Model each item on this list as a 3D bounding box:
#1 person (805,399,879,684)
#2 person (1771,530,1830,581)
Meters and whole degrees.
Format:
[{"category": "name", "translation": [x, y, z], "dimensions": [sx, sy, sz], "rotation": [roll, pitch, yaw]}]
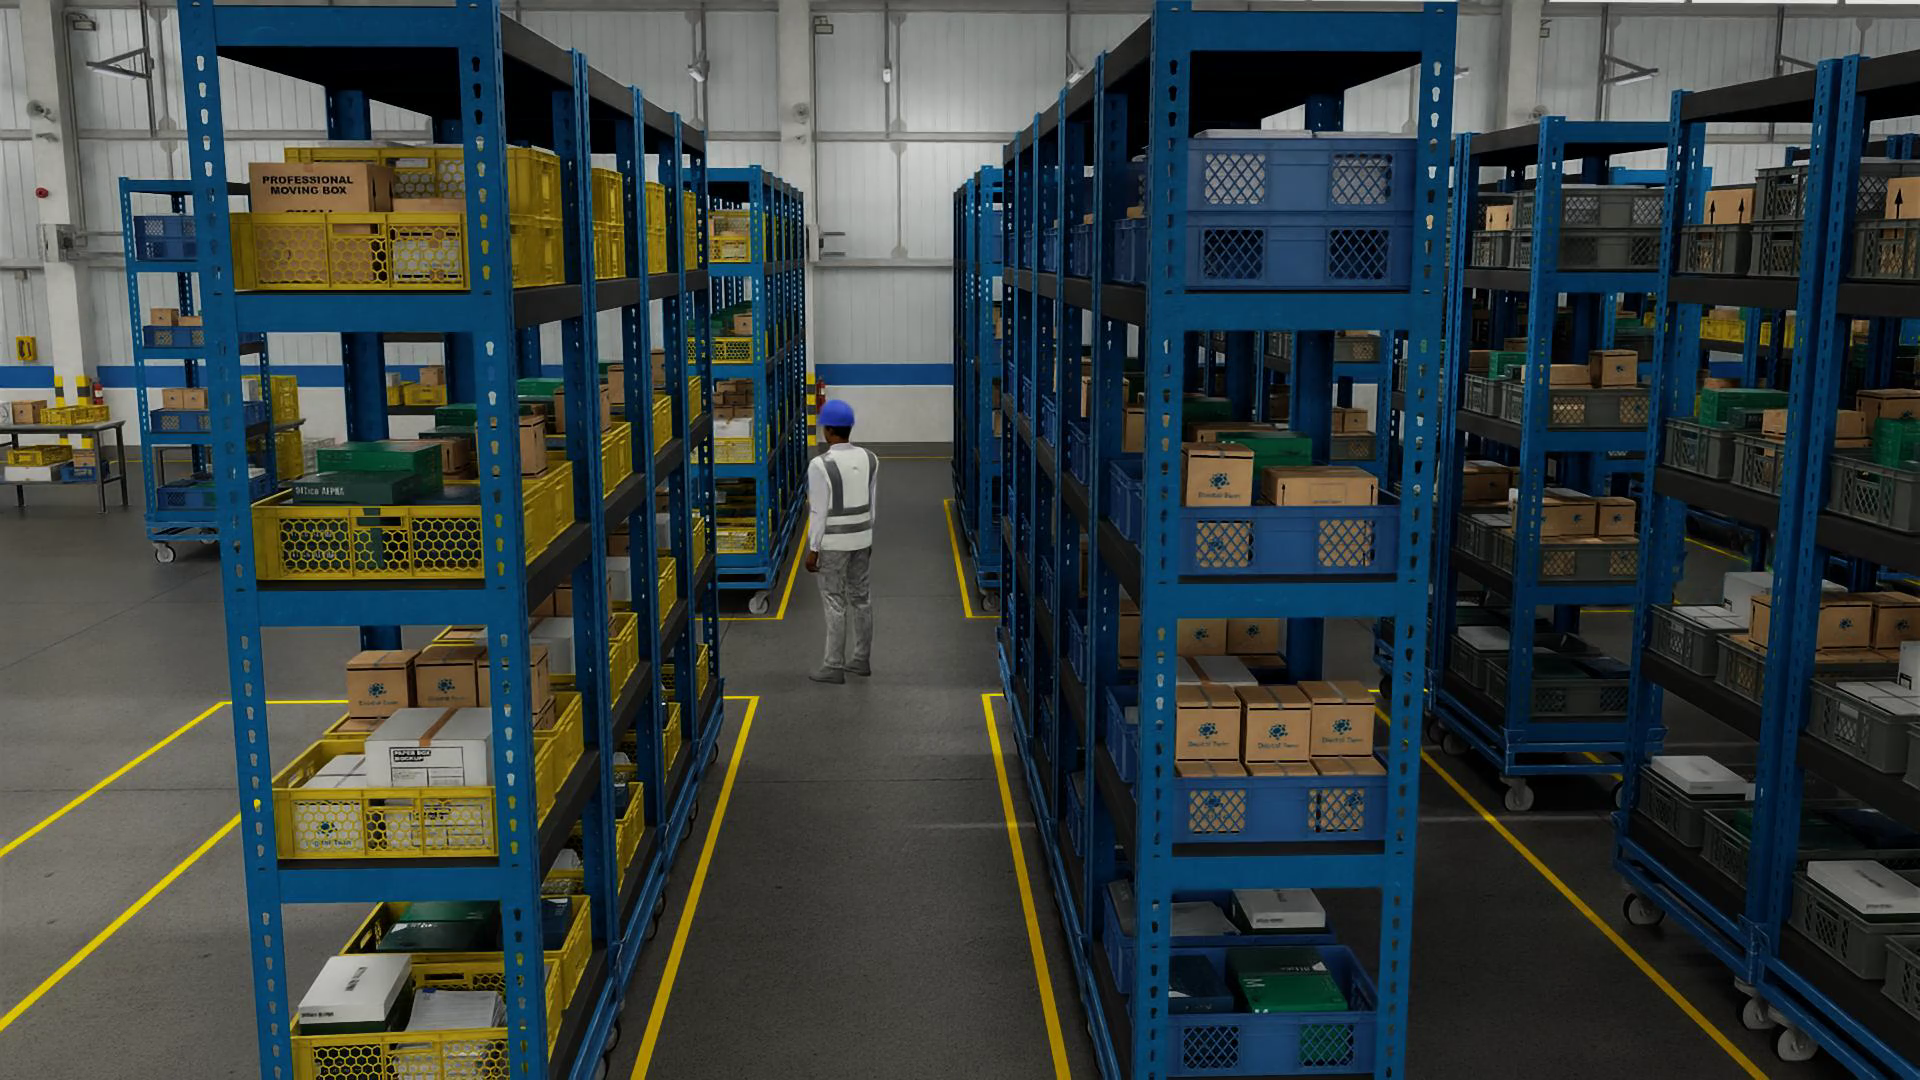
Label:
[{"category": "person", "translation": [-0.809, 0.010, 11.379], "dimensions": [0.381, 1.951, 0.605], "rotation": [8, 13, 40]}, {"category": "person", "translation": [6.376, -0.128, 12.612], "dimensions": [0.964, 1.806, 0.566], "rotation": [1, 10, 5]}]
